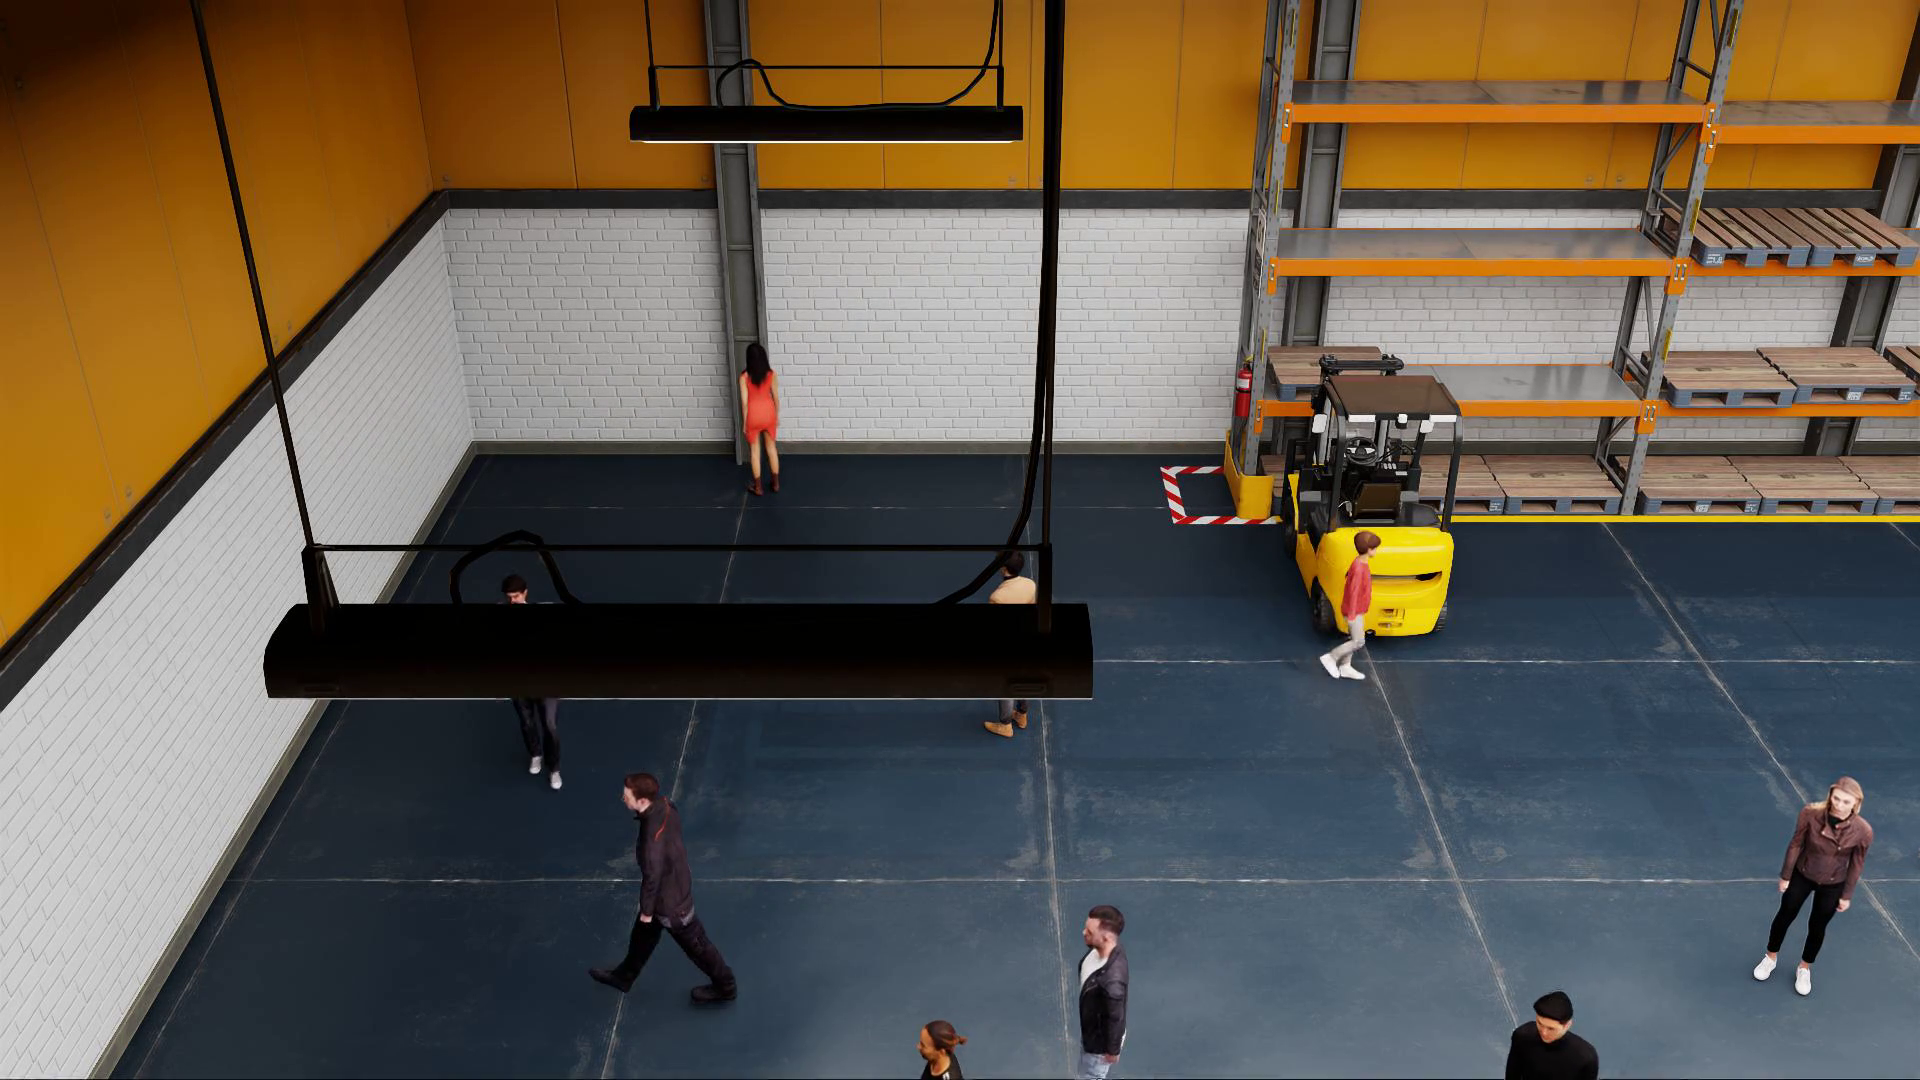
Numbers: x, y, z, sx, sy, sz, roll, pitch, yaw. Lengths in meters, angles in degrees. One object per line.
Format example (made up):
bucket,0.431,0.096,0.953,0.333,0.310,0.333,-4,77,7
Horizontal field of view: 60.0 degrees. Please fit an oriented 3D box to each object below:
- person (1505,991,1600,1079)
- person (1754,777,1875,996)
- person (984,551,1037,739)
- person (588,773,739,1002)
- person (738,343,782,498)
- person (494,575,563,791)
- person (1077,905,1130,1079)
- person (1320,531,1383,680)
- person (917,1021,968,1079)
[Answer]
person,3.368,3.164,9.413,0.877,1.703,0.935,21,35,34
person,5.703,2.267,11.058,0.629,1.703,0.733,18,33,30
person,0.424,0.831,13.665,0.757,1.727,0.819,-25,37,-38
person,-1.819,2.309,10.836,1.240,1.841,0.751,-2,29,-3
person,-2.105,-1.275,17.535,0.591,1.719,0.720,-12,31,-21
person,-3.404,1.039,13.174,0.786,1.832,0.832,-4,29,-8
person,0.912,2.887,9.795,0.765,1.823,0.658,1,29,1
person,3.367,0.573,14.475,0.710,1.404,0.650,11,31,20
person,-0.004,3.302,9.206,0.800,1.659,0.677,-6,29,-10
